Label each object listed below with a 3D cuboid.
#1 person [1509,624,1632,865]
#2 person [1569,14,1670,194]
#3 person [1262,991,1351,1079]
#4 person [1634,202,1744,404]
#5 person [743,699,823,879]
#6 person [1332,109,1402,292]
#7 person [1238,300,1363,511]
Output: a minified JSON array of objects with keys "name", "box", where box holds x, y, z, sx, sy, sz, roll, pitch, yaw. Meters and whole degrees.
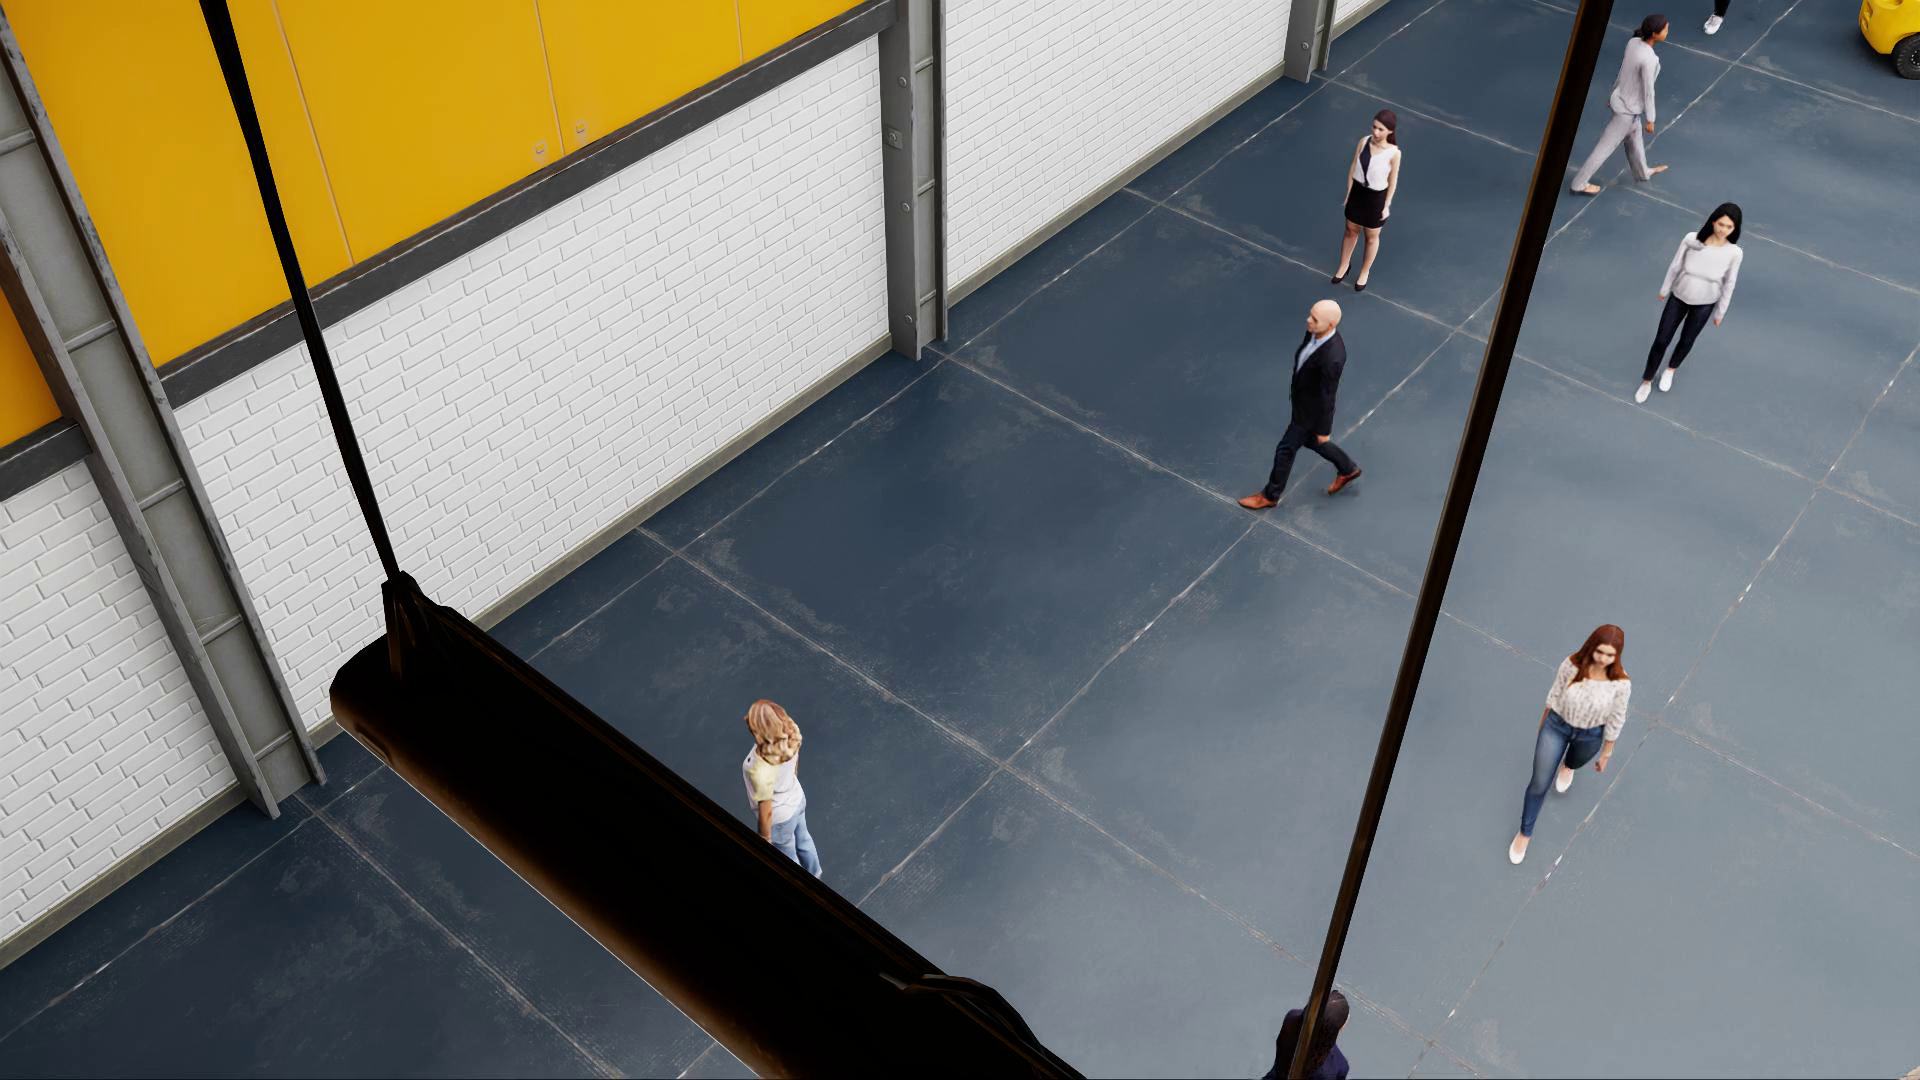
[{"name":"person","box":[3.584,1.055,9.639,0.749,1.695,1.174,20,47,19]},{"name":"person","box":[5.836,-3.827,14.766,1.120,1.691,1.137,0,44,0]},{"name":"person","box":[1.493,2.708,7.881,1.193,1.727,0.956,-15,46,-15]},{"name":"person","box":[5.623,-1.875,12.719,0.744,1.689,0.857,20,47,20]},{"name":"person","box":[-0.977,1.485,9.170,0.758,1.720,0.624,11,45,11]},{"name":"person","box":[3.377,-2.802,13.722,0.554,1.648,0.516,27,50,25]},{"name":"person","box":[2.536,-0.936,11.671,1.236,1.775,1.173,-3,44,-4]}]
